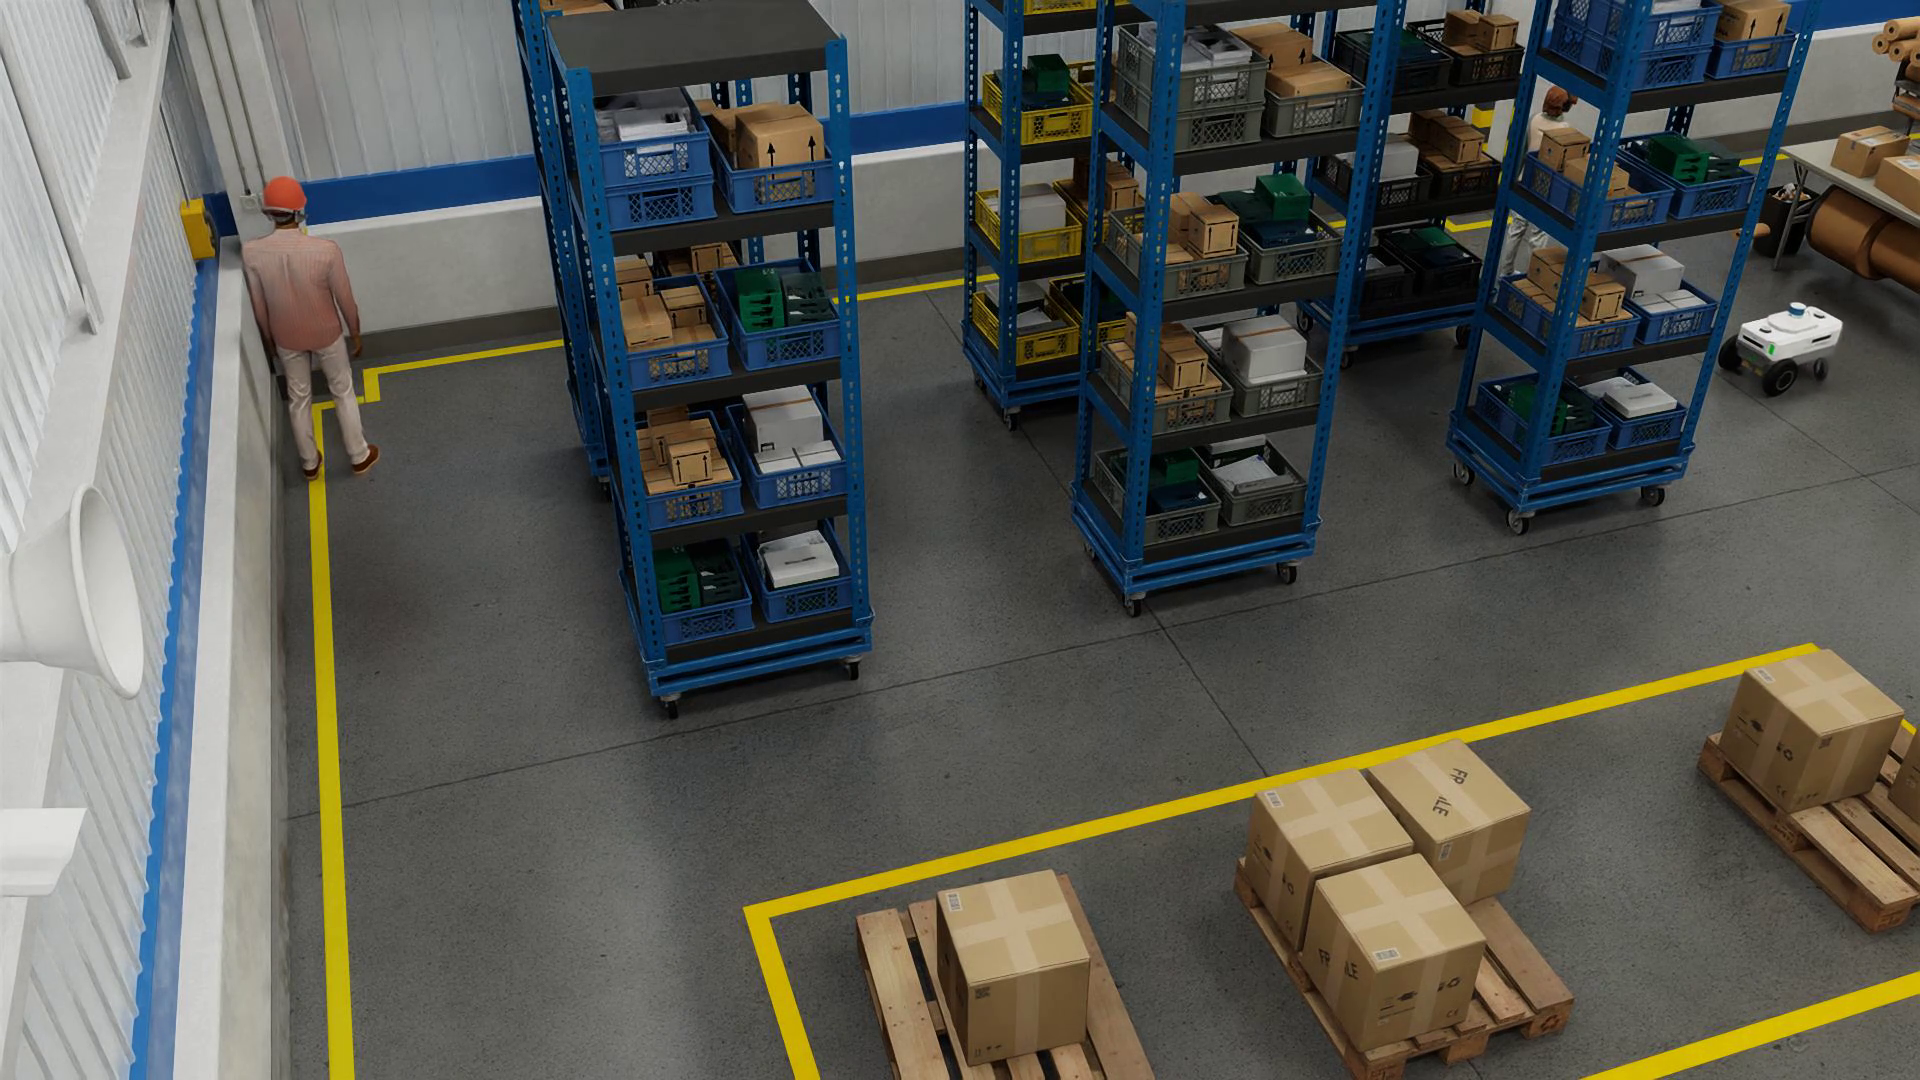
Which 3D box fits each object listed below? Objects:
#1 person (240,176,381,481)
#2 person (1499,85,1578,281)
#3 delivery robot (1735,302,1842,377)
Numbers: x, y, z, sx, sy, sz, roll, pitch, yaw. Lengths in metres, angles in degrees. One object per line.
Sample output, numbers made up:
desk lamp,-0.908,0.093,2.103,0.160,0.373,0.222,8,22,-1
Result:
person,-4.067,-1.315,10.434,0.628,1.980,0.445,-4,35,-6
person,4.414,-2.665,12.630,0.306,1.639,0.522,-20,40,-26
delivery robot,5.858,-1.444,11.756,0.707,0.478,0.477,-15,38,-20
